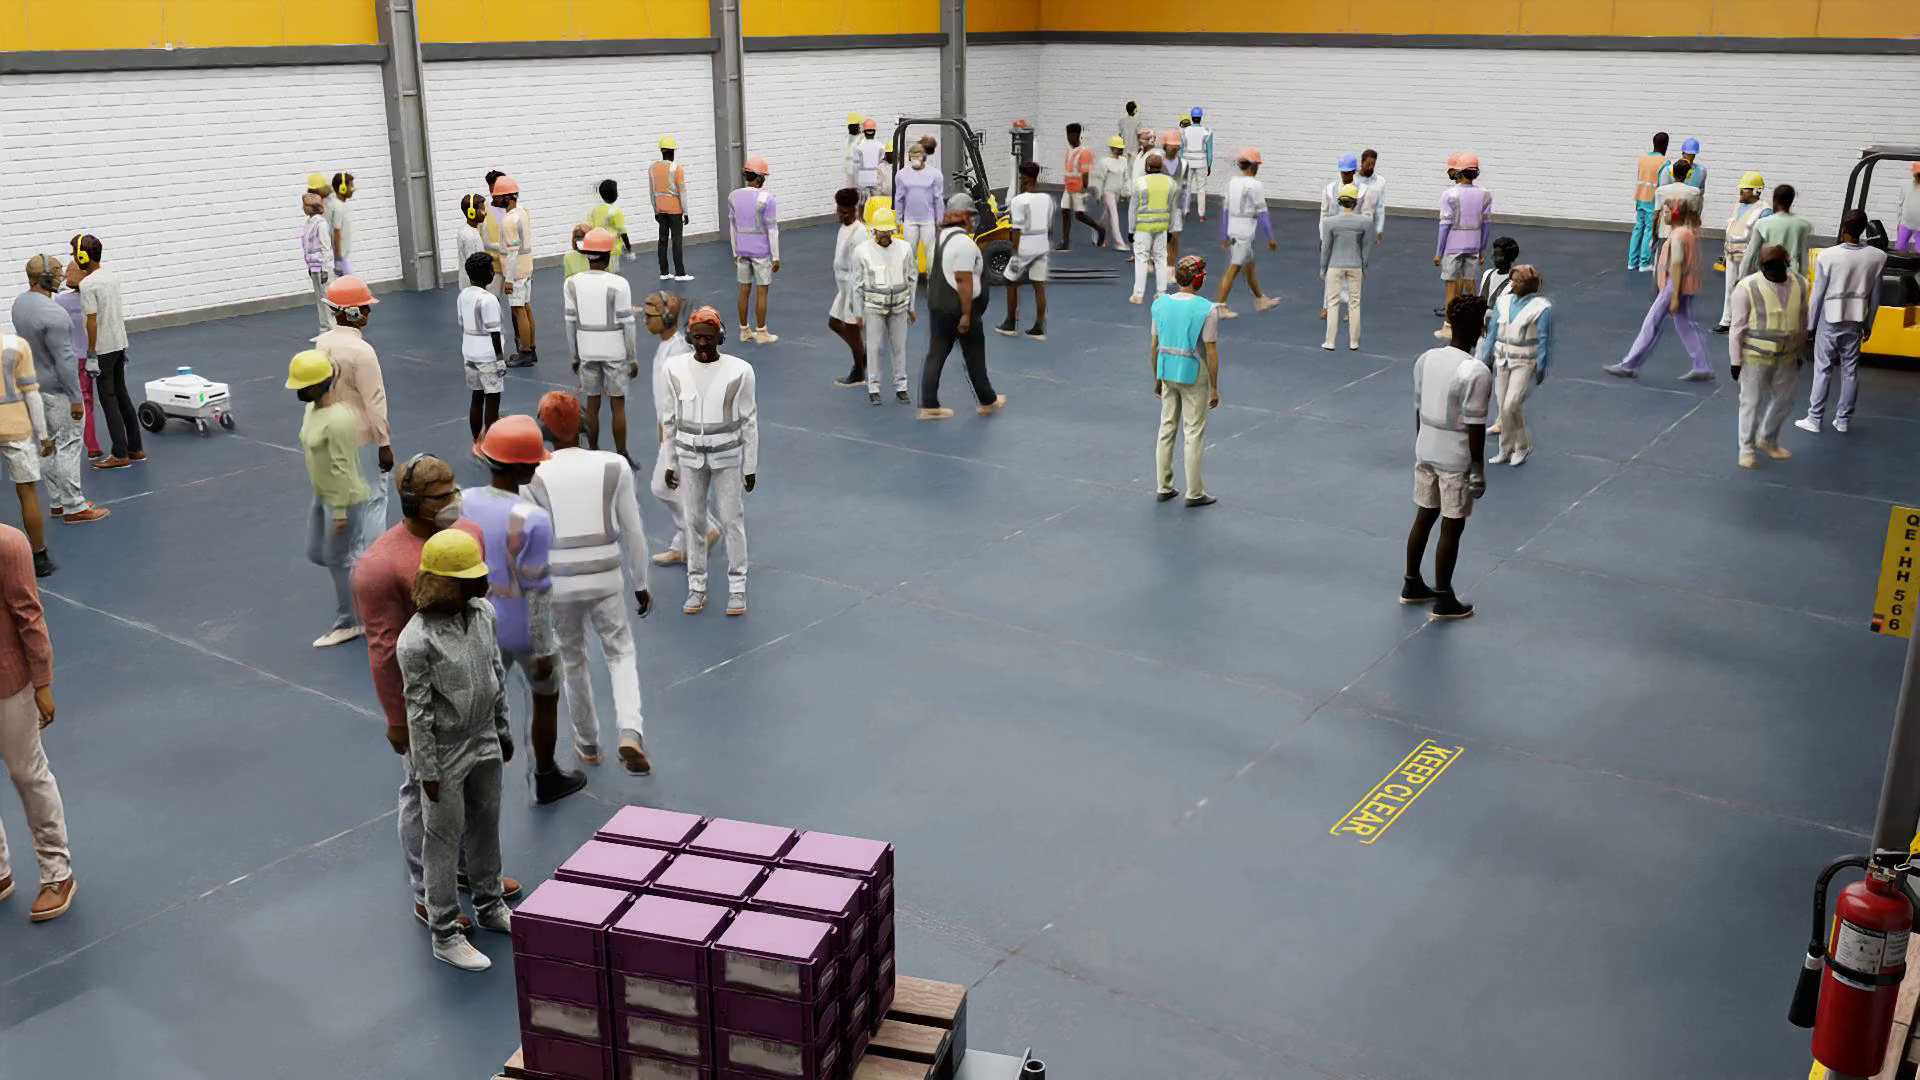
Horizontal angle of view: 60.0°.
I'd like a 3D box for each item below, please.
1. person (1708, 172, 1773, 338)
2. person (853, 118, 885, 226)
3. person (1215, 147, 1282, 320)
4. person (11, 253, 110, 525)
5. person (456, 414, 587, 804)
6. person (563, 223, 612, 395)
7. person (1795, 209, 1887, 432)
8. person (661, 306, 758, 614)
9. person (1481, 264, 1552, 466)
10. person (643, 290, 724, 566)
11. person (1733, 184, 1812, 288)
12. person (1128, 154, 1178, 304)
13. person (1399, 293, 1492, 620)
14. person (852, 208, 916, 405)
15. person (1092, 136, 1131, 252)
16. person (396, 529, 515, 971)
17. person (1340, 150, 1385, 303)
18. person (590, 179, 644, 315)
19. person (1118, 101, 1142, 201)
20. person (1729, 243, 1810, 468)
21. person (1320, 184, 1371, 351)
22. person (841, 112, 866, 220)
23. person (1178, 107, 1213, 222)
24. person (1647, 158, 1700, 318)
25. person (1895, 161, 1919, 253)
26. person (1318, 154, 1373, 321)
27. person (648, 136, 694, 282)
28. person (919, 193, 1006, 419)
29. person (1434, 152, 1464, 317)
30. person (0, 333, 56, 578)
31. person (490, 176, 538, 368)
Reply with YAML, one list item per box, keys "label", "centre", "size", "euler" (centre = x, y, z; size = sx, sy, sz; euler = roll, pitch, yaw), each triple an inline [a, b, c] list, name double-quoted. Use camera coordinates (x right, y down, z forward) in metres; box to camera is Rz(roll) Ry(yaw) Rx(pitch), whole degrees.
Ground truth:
- label: "person"
  centre: [8.692, -3.159, 18.473]
  size: [0.404, 1.830, 0.601]
  euler: [-4, 18, -14]
- label: "person"
  centre: [-1.393, -5.539, 25.761]
  size: [0.545, 1.931, 0.373]
  euler: [-3, 18, -10]
- label: "person"
  centre: [3.439, -3.609, 19.616]
  size: [1.066, 1.982, 0.623]
  euler: [-7, 19, -20]
- label: "person"
  centre: [-6.374, -1.054, 11.745]
  size: [0.636, 1.928, 0.383]
  euler: [14, 22, 36]
- label: "person"
  centre: [-2.022, 0.394, 7.272]
  size: [0.562, 1.900, 0.884]
  euler: [9, 20, 27]
- label: "person"
  centre: [-3.509, -2.185, 15.763]
  size: [0.498, 1.627, 0.276]
  euler: [4, 18, 13]
- label: "person"
  centre: [7.581, -1.875, 14.318]
  size: [0.587, 1.920, 0.391]
  euler: [1, 18, 2]
- label: "person"
  centre: [-1.496, -0.470, 9.993]
  size: [0.575, 1.880, 0.358]
  euler: [2, 18, 5]
- label: "person"
  centre: [4.410, -1.382, 13.257]
  size: [0.386, 1.625, 0.517]
  euler: [-10, 20, -29]
- label: "person"
  centre: [-1.859, -0.704, 10.793]
  size: [0.417, 1.833, 0.544]
  euler: [-6, 19, -18]
- label: "person"
  centre: [8.158, -2.642, 16.801]
  size: [0.591, 1.862, 1.025]
  euler: [-3, 18, -11]
- label: "person"
  centre: [2.377, -3.869, 20.707]
  size: [0.626, 1.833, 0.429]
  euler: [-6, 19, -18]
- label: "person"
  centre: [2.930, -0.502, 9.964]
  size: [0.365, 1.959, 0.608]
  euler: [-7, 19, -20]
- label: "person"
  centre: [-0.694, -2.151, 15.353]
  size: [0.601, 1.817, 0.403]
  euler: [-6, 19, -18]
- label: "person"
  centre: [2.300, -5.274, 25.281]
  size: [0.522, 1.715, 0.913]
  euler: [-16, 24, -41]
- label: "person"
  centre: [-1.864, 0.787, 6.290]
  size: [0.321, 1.737, 0.485]
  euler: [8, 19, 24]
- label: "person"
  centre: [4.982, -3.876, 20.633]
  size: [0.615, 1.879, 0.861]
  euler: [-3, 18, -8]
- label: "person"
  centre: [-3.971, -3.327, 19.264]
  size: [0.819, 1.660, 0.547]
  euler: [-15, 23, -39]
- label: "person"
  centre: [3.244, -7.402, 31.681]
  size: [0.520, 1.874, 0.327]
  euler: [8, 20, 24]
- label: "person"
  centre: [6.413, -1.465, 13.235]
  size: [0.717, 1.803, 0.531]
  euler: [-2, 18, -7]
- label: "person"
  centre: [4.108, -2.908, 17.801]
  size: [0.526, 1.765, 0.329]
  euler: [1, 18, 3]
- label: "person"
  centre: [-1.747, -6.081, 27.468]
  size: [0.410, 1.914, 0.618]
  euler: [-14, 23, -37]
- label: "person"
  centre: [4.043, -6.463, 28.648]
  size: [0.604, 1.938, 0.425]
  euler: [4, 18, 12]
- label: "person"
  centre: [8.450, -3.571, 19.722]
  size: [0.513, 1.861, 0.328]
  euler: [7, 19, 21]
- label: "person"
  centre: [12.630, -4.177, 21.858]
  size: [0.717, 1.716, 0.596]
  euler: [-8, 19, -23]
- label: "person"
  centre: [4.495, -3.536, 19.487]
  size: [0.612, 1.939, 0.419]
  euler: [10, 20, 28]
- label: "person"
  centre: [-3.890, -4.441, 22.331]
  size: [0.587, 1.928, 0.362]
  euler: [9, 20, 26]
- label: "person"
  centre: [0.007, -2.108, 14.851]
  size: [0.921, 2.000, 0.714]
  euler: [-11, 21, -31]
- label: "person"
  centre: [5.877, -3.626, 19.783]
  size: [0.389, 1.930, 0.544]
  euler: [3, 18, 10]
- label: "person"
  centre: [-6.137, -0.699, 10.631]
  size: [0.561, 1.927, 0.390]
  euler: [-5, 18, -15]
- label: "person"
  centre: [-4.545, -2.732, 16.969]
  size: [0.356, 1.938, 0.544]
  euler: [0, 18, -1]
